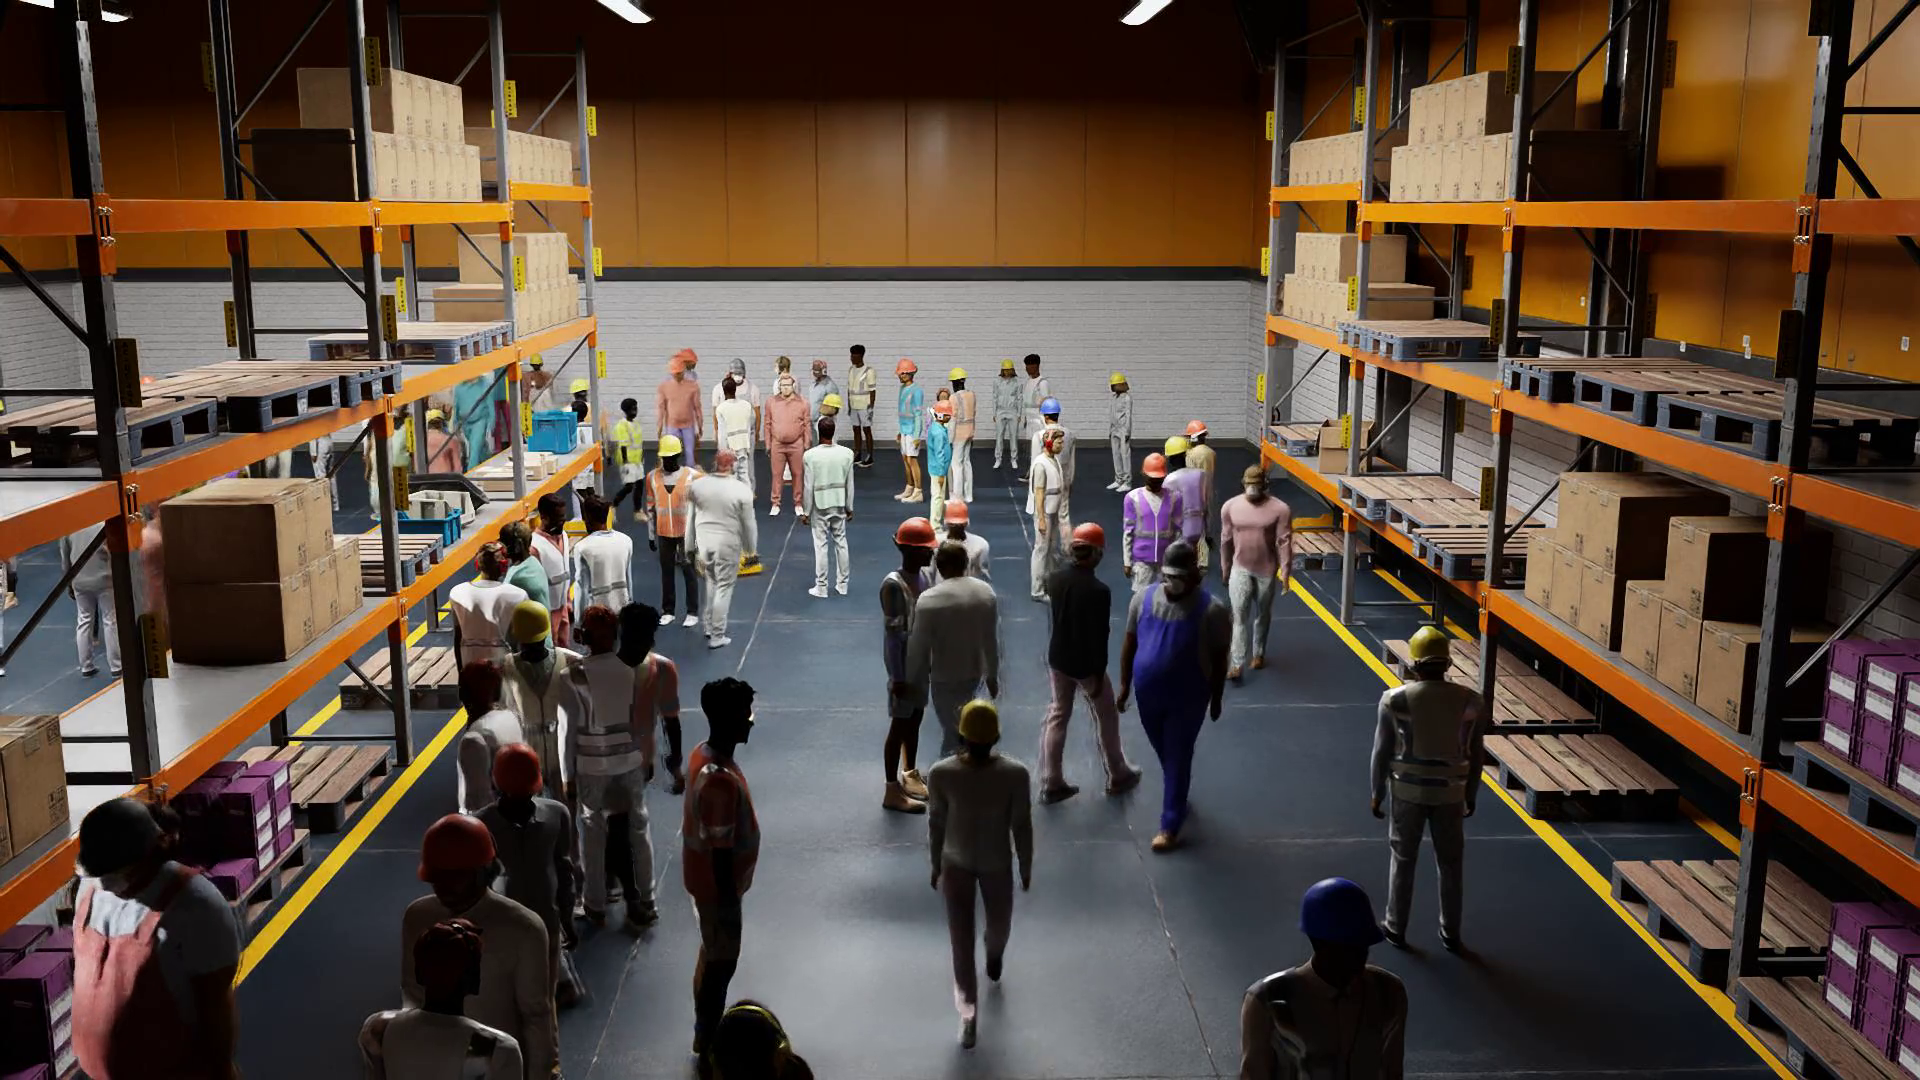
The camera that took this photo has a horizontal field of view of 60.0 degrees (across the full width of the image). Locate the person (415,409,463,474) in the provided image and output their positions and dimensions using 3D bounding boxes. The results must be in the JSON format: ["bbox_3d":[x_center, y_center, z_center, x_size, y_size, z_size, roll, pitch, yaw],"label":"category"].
[{"bbox_3d":[-6.226,-0.695,19.926,0.553,1.732,0.612,-1,11,-5],"label":"person"}]

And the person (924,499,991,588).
[{"bbox_3d":[-0.021,0.492,13.944,0.570,1.736,0.551,1,11,3],"label":"person"}]

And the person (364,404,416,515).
[{"bbox_3d":[-6.808,-0.870,19.993,0.763,2.000,0.596,1,11,5],"label":"person"}]

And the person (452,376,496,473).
[{"bbox_3d":[-7.278,-1.765,24.973,0.654,1.858,1.008,3,12,15],"label":"person"}]

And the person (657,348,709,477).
[{"bbox_3d":[-4.254,-1.957,25.561,0.960,2.022,0.620,4,12,17],"label":"person"}]

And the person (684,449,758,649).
[{"bbox_3d":[-2.219,0.071,15.682,0.682,1.874,0.625,4,12,18],"label":"person"}]

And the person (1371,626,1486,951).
[{"bbox_3d":[2.596,1.383,9.281,0.608,1.821,0.415,1,11,6],"label":"person"}]

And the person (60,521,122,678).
[{"bbox_3d":[-7.579,0.351,14.618,0.566,1.744,0.350,0,11,-1],"label":"person"}]

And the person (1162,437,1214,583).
[{"bbox_3d":[2.138,-0.078,16.380,0.603,1.890,0.778,-7,13,-30],"label":"person"}]

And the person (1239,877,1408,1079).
[{"bbox_3d":[1.209,2.051,5.573,0.610,1.950,0.377,-3,12,-15],"label":"person"}]

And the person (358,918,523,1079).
[{"bbox_3d":[-1.645,2.129,5.384,0.580,1.878,0.345,3,12,15],"label":"person"}]

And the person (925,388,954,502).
[{"bbox_3d":[-0.232,-1.325,23.324,0.518,1.632,0.316,1,11,5],"label":"person"}]

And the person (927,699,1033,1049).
[{"bbox_3d":[0.096,1.598,8.385,0.529,1.744,0.689,0,11,-2],"label":"person"}]

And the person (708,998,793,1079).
[{"bbox_3d":[-0.571,2.245,4.874,0.520,1.856,0.355,8,14,34],"label":"person"}]

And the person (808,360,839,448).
[{"bbox_3d":[-2.056,-1.716,24.606,0.400,1.900,0.646,-8,14,-34],"label":"person"}]

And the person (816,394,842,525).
[{"bbox_3d":[-1.732,-1.053,21.717,0.416,1.721,0.506,3,12,14],"label":"person"}]

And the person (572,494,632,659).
[{"bbox_3d":[-2.779,0.591,13.012,0.402,1.908,0.598,6,13,29],"label":"person"}]

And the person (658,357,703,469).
[{"bbox_3d":[-4.058,-1.672,24.165,0.662,1.975,0.500,-2,12,-12],"label":"person"}]

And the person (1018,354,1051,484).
[{"bbox_3d":[1.131,-1.816,24.939,0.375,1.960,0.626,-5,12,-23],"label":"person"}]

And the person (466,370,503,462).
[{"bbox_3d":[-7.851,-2.221,27.261,0.703,1.848,0.851,3,12,15],"label":"person"}]

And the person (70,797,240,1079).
[{"bbox_3d":[-3.025,1.869,6.258,0.762,2.000,0.606,4,12,21],"label":"person"}]

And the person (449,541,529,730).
[{"bbox_3d":[-3.241,0.920,11.551,0.563,1.833,0.374,1,11,5],"label":"person"}]

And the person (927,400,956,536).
[{"bbox_3d":[-0.232,-0.895,20.882,0.354,1.737,0.578,-1,11,-4],"label":"person"}]

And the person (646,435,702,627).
[{"bbox_3d":[-2.811,-0.086,16.388,0.581,1.919,0.397,2,11,8],"label":"person"}]

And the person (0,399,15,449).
[{"bbox_3d":[-12.208,-0.953,21.132,0.531,1.760,0.339,-10,15,-40],"label":"person"}]

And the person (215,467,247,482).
[{"bbox_3d":[-7.519,-0.272,17.317,0.402,1.917,0.584,-8,14,-36],"label":"person"}]

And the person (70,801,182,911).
[{"bbox_3d":[-3.297,1.901,6.755,0.500,1.777,0.864,-1,11,-4],"label":"person"}]

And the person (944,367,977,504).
[{"bbox_3d":[-0.002,-1.449,23.224,0.392,1.915,0.591,7,13,32],"label":"person"}]

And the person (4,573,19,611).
[{"bbox_3d":[-9.958,-0.116,17.079,0.542,1.695,0.316,6,13,30],"label":"person"}]

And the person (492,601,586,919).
[{"bbox_3d":[-2.413,1.271,9.595,0.592,1.911,0.398,-4,12,-21],"label":"person"}]

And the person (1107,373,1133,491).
[{"bbox_3d":[2.326,-1.584,24.356,0.325,1.732,0.491,-6,13,-29],"label":"person"}]

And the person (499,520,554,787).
[{"bbox_3d":[-3.077,0.807,11.842,0.355,1.937,0.634,-4,12,-19],"label":"person"}]

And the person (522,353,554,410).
[{"bbox_3d":[-6.956,-2.211,27.435,0.526,1.761,0.344,0,11,2],"label":"person"}]

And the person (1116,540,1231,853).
[{"bbox_3d":[1.411,0.930,10.970,0.686,2.000,0.995,7,13,31],"label":"person"}]
